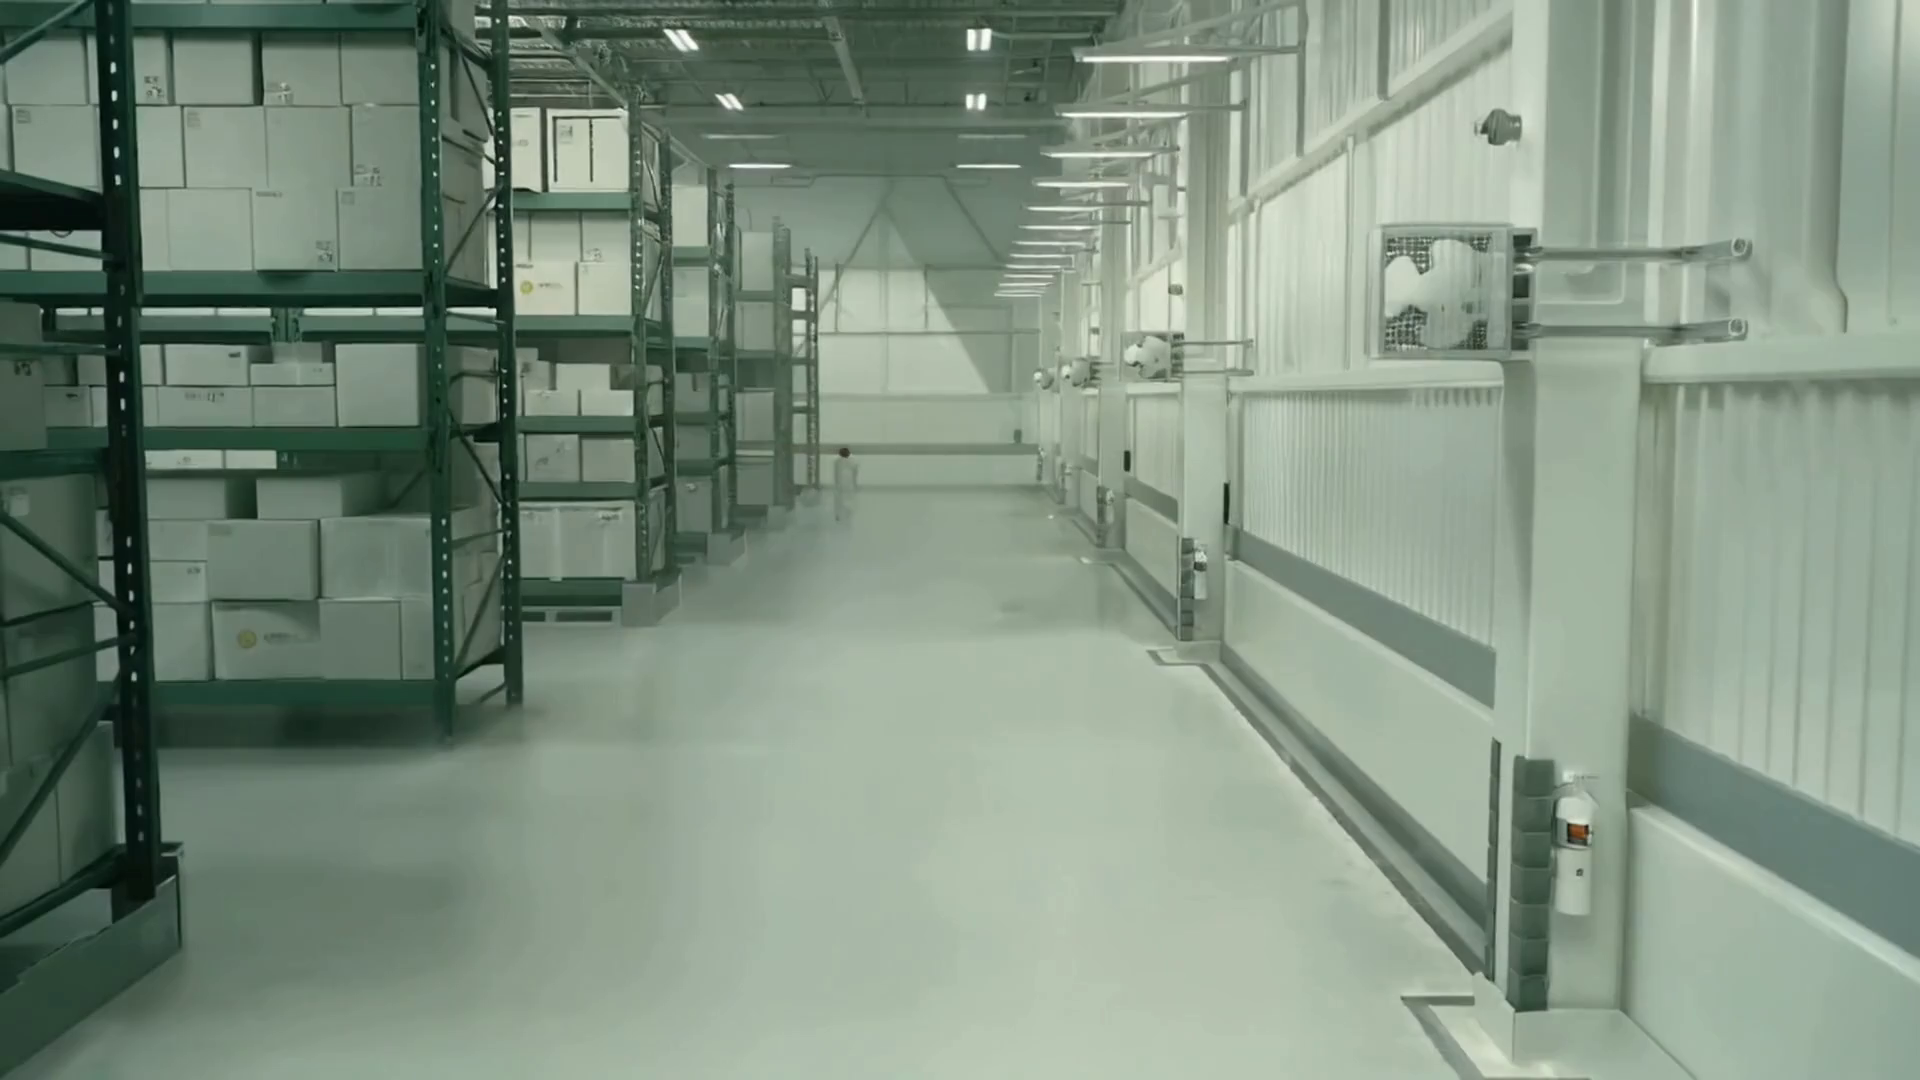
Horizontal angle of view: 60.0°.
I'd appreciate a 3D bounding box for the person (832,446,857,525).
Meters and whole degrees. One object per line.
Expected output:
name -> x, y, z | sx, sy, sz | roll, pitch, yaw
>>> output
person -> -2.370, -1.122, 34.191 | 0.542, 1.622, 0.370 | 1, 5, 12
